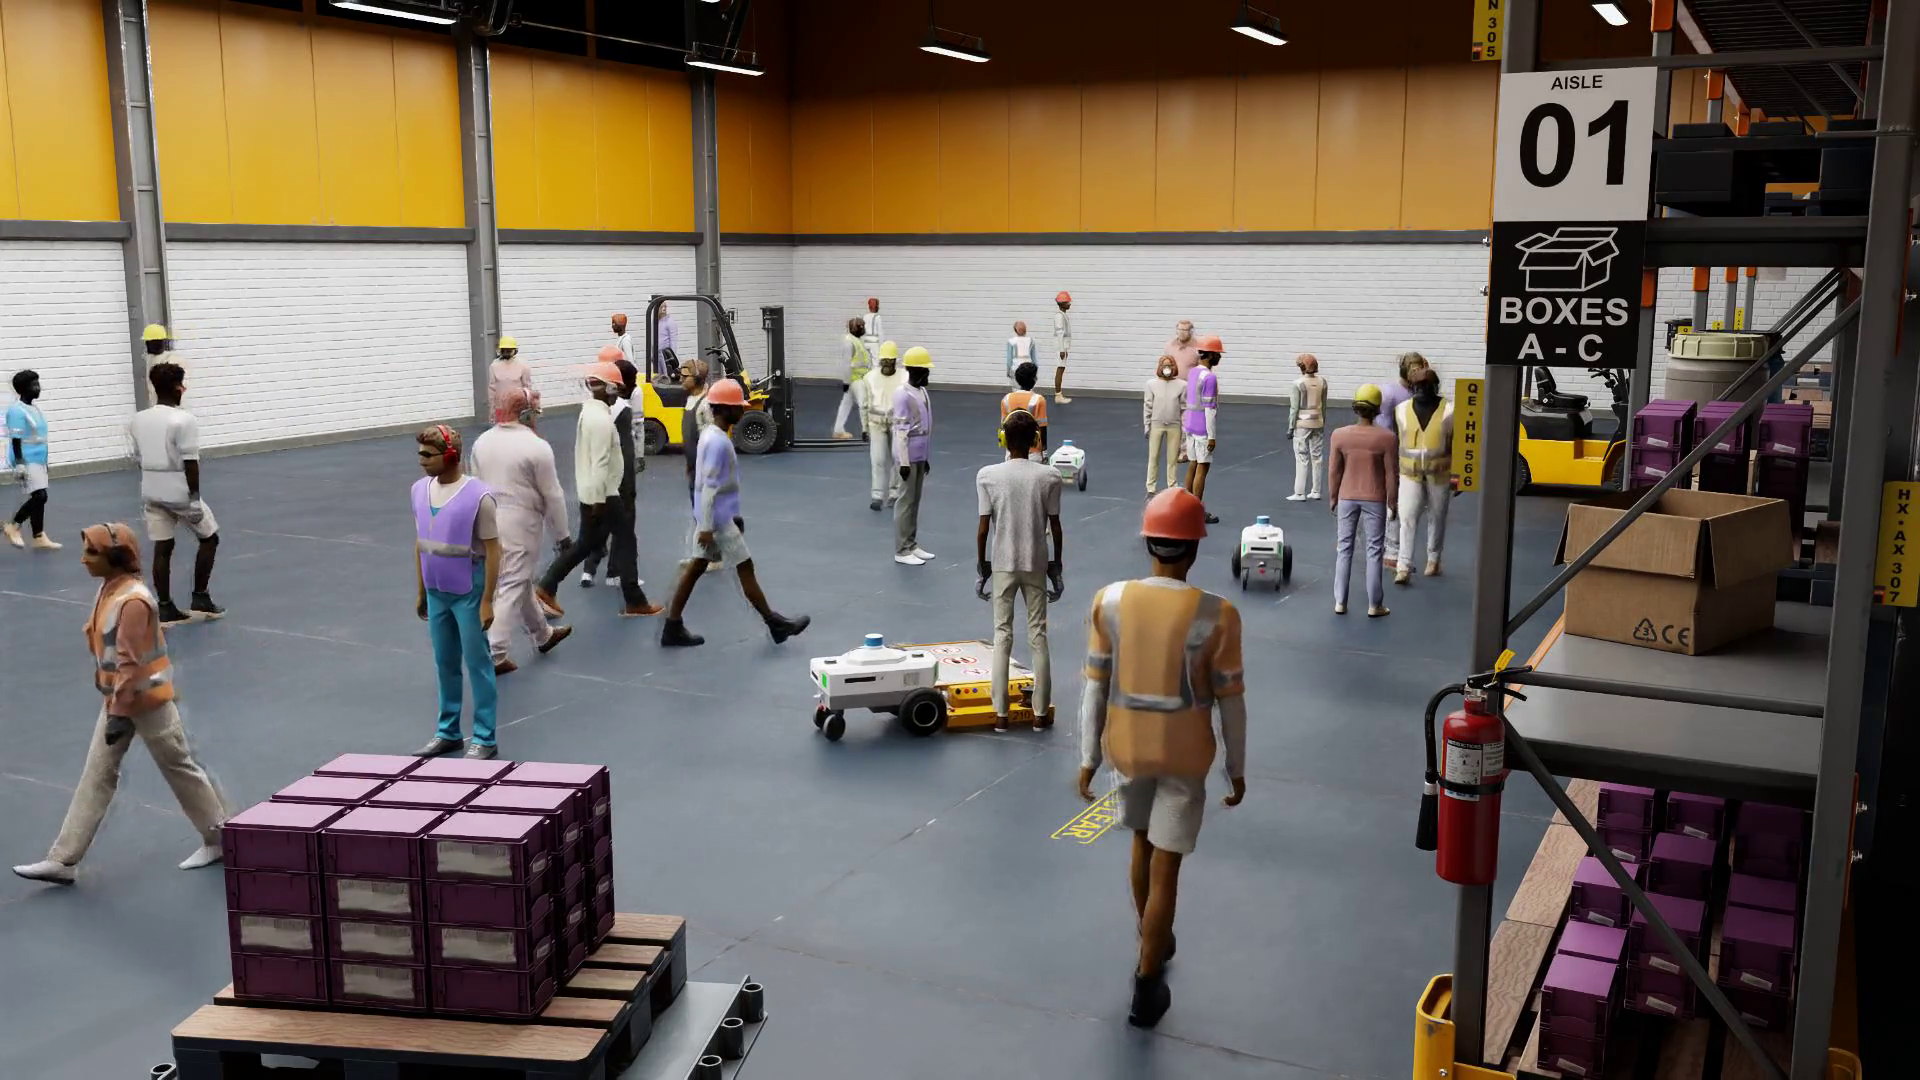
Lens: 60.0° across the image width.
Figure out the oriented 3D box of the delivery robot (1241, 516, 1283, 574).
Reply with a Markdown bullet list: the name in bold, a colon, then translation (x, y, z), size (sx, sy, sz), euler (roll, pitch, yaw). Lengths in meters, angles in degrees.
- **delivery robot**: translation (2.518, 0.044, 13.845), size (0.477, 0.478, 0.707), euler (2, 10, 10)

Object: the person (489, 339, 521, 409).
- **person**: translation (-5.999, -1.841, 21.976), size (0.514, 1.619, 0.431), euler (3, 10, 19)

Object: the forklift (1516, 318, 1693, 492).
- **forklift**: translation (7.066, -1.601, 18.899), size (2.313, 2.155, 1.214), euler (5, 11, 27)

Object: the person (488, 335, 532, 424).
- **person**: translation (-5.387, -1.567, 19.937), size (0.525, 1.772, 0.308), euler (0, 10, 2)

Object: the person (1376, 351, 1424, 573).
- **person**: translation (3.779, -0.693, 14.448), size (0.640, 1.923, 0.606), euler (-6, 11, -29)

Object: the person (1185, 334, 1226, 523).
- **person**: translation (2.500, -1.127, 16.950), size (0.394, 1.930, 0.539), euler (-3, 10, -14)

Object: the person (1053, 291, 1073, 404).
- **person**: translation (1.884, -3.515, 30.403), size (0.365, 2.048, 0.608), euler (1, 10, 6)

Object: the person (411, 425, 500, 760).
- **person**: translation (-2.698, 0.294, 8.962), size (0.564, 1.837, 0.392), euler (6, 11, 29)

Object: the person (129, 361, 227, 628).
- **person**: translation (-5.756, -0.342, 12.289), size (0.620, 1.946, 0.644), euler (3, 10, 19)

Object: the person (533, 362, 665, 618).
- **person**: translation (-2.771, -0.360, 12.466), size (0.945, 1.950, 0.608), euler (-5, 11, -25)

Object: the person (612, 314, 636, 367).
- **person**: translation (-4.818, -2.299, 23.841), size (0.361, 1.884, 0.574), euler (-3, 10, -19)

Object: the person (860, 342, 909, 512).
- **person**: translation (-0.764, -1.194, 17.691), size (0.626, 1.788, 0.890), euler (0, 10, 3)

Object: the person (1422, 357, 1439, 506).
- **person**: translation (4.937, -1.157, 17.950), size (0.501, 1.633, 0.284), euler (-5, 11, -26)

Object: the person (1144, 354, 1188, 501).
- **person**: translation (2.280, -1.237, 18.411), size (0.500, 1.634, 0.286), euler (1, 10, 3)

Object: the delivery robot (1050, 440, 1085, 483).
- **delivery robot**: translation (1.255, -0.922, 19.436), size (0.477, 0.478, 0.707), euler (2, 10, 11)

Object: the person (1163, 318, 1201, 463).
- **person**: translation (2.938, -1.970, 21.897), size (0.669, 1.891, 0.482), euler (6, 11, 31)

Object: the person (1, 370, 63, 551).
- **person**: translation (-8.513, -0.717, 15.228), size (0.395, 1.684, 0.552), euler (-1, 10, -7)

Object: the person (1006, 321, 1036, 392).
- **person**: translation (1.018, -2.815, 27.533), size (0.523, 1.625, 0.415), euler (-3, 10, -18)

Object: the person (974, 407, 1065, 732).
- **person**: translation (0.341, 0.174, 9.547), size (0.524, 1.876, 0.325), euler (0, 10, -1)

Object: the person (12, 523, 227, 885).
- **person**: translation (-3.644, 0.715, 7.239), size (0.888, 1.588, 0.535), euler (-9, 13, -42)

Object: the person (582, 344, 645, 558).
- **person**: translation (-3.113, -0.794, 14.978), size (0.551, 1.932, 0.376), euler (-2, 10, -9)

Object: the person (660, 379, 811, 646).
- **person**: translation (-1.611, -0.180, 11.578), size (1.068, 1.870, 0.571), euler (-2, 10, -13)

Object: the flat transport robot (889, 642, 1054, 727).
- **flat transport robot**: translation (0.032, 0.853, 10.254), size (0.652, 0.197, 1.431), euler (-3, 10, -17)

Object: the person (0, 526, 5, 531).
- **person**: translation (-9.742, -0.986, 16.209), size (0.527, 1.891, 0.675), euler (-6, 12, -33)

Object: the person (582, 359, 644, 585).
- **person**: translation (-2.924, -0.544, 13.699), size (0.544, 1.882, 0.623), euler (-7, 12, -35)

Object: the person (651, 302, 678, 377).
- **person**: translation (-5.262, -3.266, 29.371), size (0.643, 1.909, 0.400), euler (9, 14, 43)

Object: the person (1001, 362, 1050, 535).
- **person**: translation (0.638, -0.877, 16.149), size (0.535, 1.697, 0.318), euler (8, 12, 37)

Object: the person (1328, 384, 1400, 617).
- **person**: translation (3.053, -0.297, 12.589), size (0.533, 1.768, 0.311), euler (5, 11, 27)

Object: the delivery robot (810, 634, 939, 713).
- **delivery robot**: translation (-0.495, 0.784, 9.564), size (0.707, 0.478, 0.477), euler (-3, 10, -17)

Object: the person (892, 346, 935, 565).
- **person**: translation (-0.400, -0.752, 14.754), size (0.388, 1.927, 0.589), euler (3, 10, 17)

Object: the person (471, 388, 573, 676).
- **person**: translation (-2.850, -0.072, 11.007), size (0.660, 1.863, 0.950), euler (6, 12, 32)

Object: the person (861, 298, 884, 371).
- **person**: translation (-1.672, -3.696, 31.928), size (0.337, 1.881, 0.584), euler (-9, 14, -44)

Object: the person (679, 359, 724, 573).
- **person**: translation (-2.239, -0.641, 14.348), size (0.332, 1.844, 0.508), euler (-6, 11, -29)

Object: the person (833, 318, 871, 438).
- **person**: translation (-1.463, -2.377, 24.542), size (0.956, 1.790, 0.640), euler (2, 10, 9)

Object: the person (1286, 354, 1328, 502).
- **person**: translation (3.842, -1.238, 18.407), size (0.514, 1.639, 0.310), euler (-6, 11, -30)

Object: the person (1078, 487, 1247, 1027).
- **person**: translation (0.782, 0.751, 6.089), size (0.580, 1.909, 0.815), euler (5, 11, 26)

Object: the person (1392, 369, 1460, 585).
- **person**: translation (3.896, -0.529, 13.904), size (0.626, 1.794, 0.964), euler (4, 11, 23)

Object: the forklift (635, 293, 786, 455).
- **forklift**: translation (-3.588, -2.317, 23.042), size (2.313, 2.155, 1.214), euler (-1, 10, -5)

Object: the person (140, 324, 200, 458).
- **person**: translation (-9.495, -1.640, 19.952), size (0.603, 1.909, 0.585), euler (9, 13, 41)
